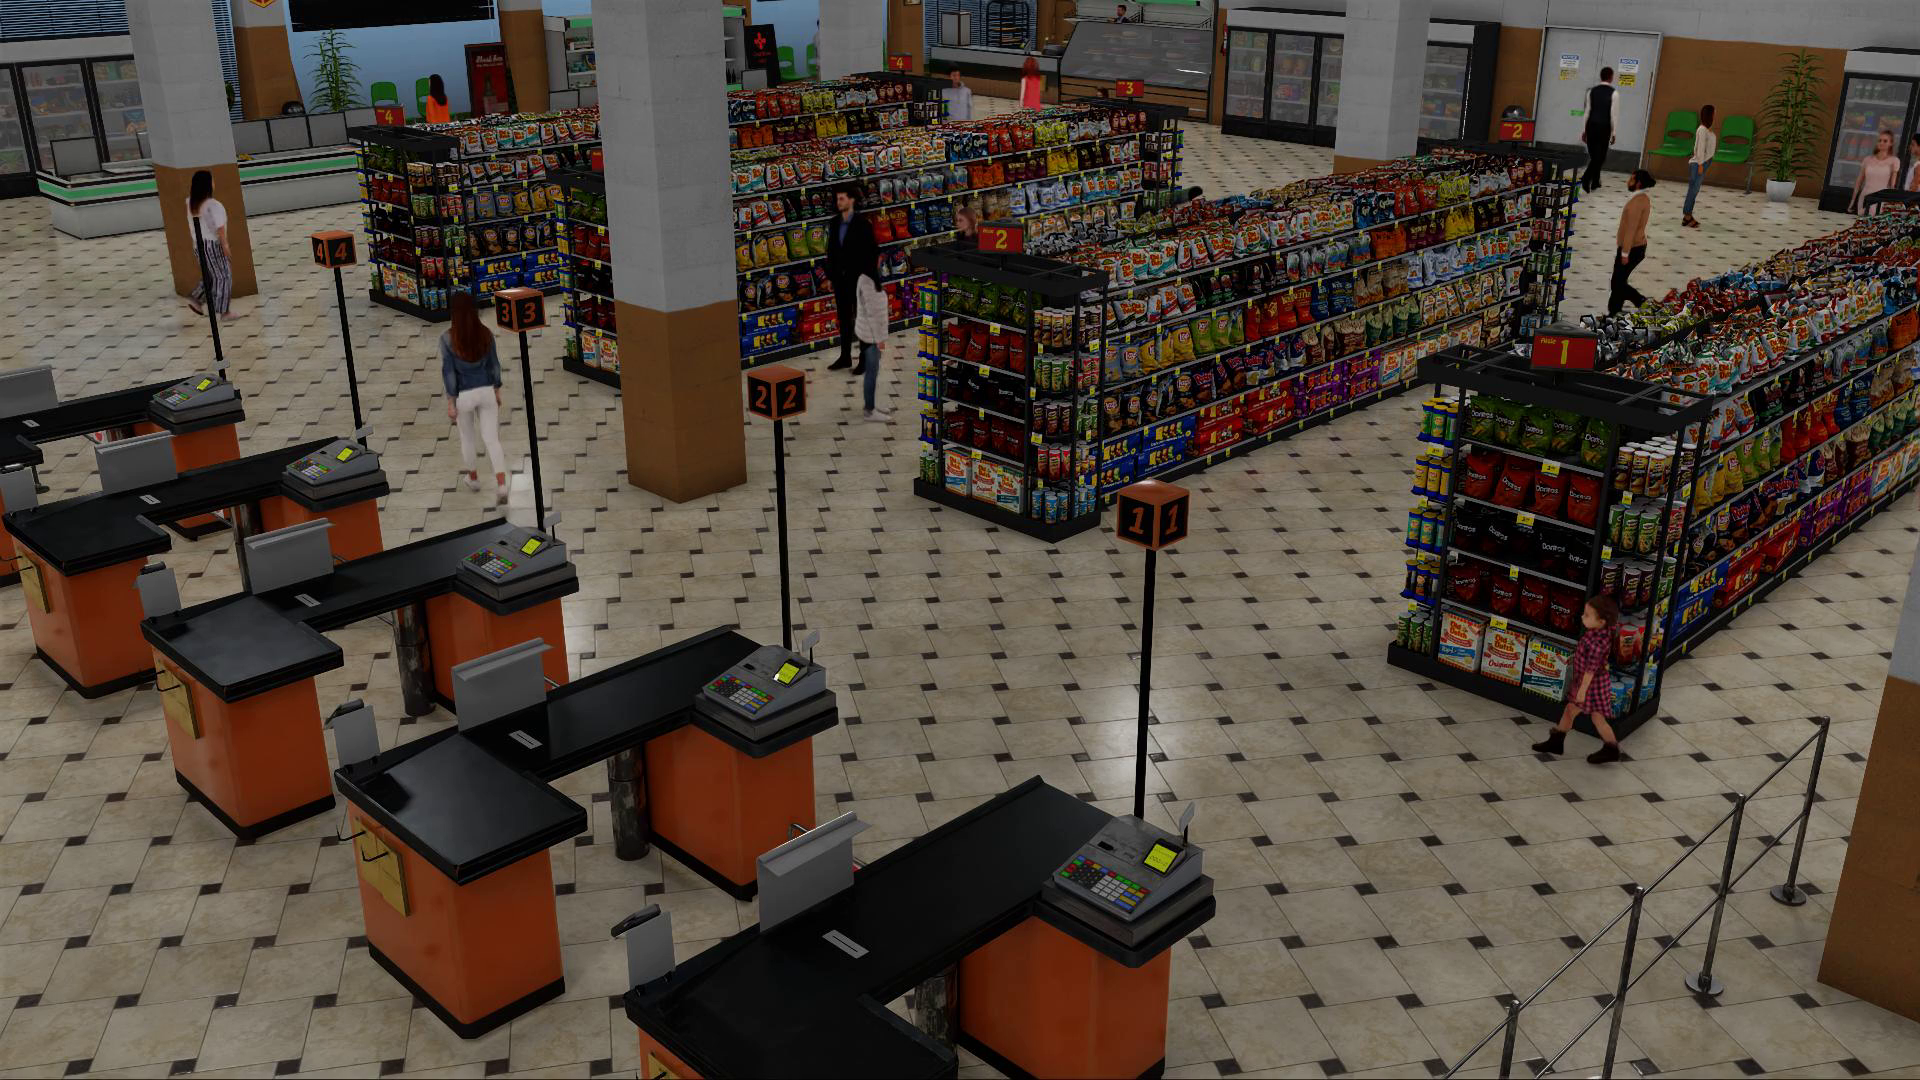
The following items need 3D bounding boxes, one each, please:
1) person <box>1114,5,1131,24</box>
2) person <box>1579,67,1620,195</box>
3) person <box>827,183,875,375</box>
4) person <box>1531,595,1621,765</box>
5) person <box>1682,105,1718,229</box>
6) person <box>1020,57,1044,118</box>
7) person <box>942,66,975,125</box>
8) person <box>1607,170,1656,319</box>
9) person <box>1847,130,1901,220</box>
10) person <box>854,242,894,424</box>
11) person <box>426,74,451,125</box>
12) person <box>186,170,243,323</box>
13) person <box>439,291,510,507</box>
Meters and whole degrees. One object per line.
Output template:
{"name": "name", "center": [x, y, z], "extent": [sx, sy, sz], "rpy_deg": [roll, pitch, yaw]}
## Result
{"name": "person", "center": [3.720, -11.423, 38.511], "extent": [0.566, 1.868, 0.611], "rpy_deg": [-20, 30, -41]}
{"name": "person", "center": [9.884, -6.328, 25.801], "extent": [1.152, 1.890, 0.715], "rpy_deg": [-19, 29, -39]}
{"name": "person", "center": [-1.079, -2.604, 16.531], "extent": [0.742, 1.890, 0.660], "rpy_deg": [14, 26, 31]}
{"name": "person", "center": [3.562, 0.796, 9.257], "extent": [0.674, 1.005, 0.688], "rpy_deg": [6, 23, 15]}
{"name": "person", "center": [10.448, -5.297, 23.513], "extent": [0.728, 1.683, 0.564], "rpy_deg": [12, 25, 28]}
{"name": "person", "center": [1.253, -7.210, 28.129], "extent": [0.627, 1.791, 0.731], "rpy_deg": [-18, 28, -38]}
{"name": "person", "center": [-0.075, -6.478, 26.150], "extent": [1.132, 1.908, 1.041], "rpy_deg": [-7, 23, -17]}
{"name": "person", "center": [7.317, -3.111, 17.996], "extent": [0.873, 1.739, 0.958], "rpy_deg": [12, 25, 27]}
{"name": "person", "center": [11.190, -4.081, 20.331], "extent": [1.019, 1.798, 0.634], "rpy_deg": [-17, 27, -36]}
{"name": "person", "center": [-0.816, -1.886, 15.082], "extent": [0.742, 1.638, 0.709], "rpy_deg": [-3, 22, -7]}
{"name": "person", "center": [-8.254, -6.525, 26.480], "extent": [0.762, 1.748, 0.644], "rpy_deg": [7, 23, 16]}
{"name": "person", "center": [-8.345, -3.224, 18.375], "extent": [0.767, 1.667, 0.849], "rpy_deg": [13, 25, 29]}
{"name": "person", "center": [-3.763, -1.073, 13.014], "extent": [1.113, 1.672, 0.878], "rpy_deg": [-12, 25, -27]}
